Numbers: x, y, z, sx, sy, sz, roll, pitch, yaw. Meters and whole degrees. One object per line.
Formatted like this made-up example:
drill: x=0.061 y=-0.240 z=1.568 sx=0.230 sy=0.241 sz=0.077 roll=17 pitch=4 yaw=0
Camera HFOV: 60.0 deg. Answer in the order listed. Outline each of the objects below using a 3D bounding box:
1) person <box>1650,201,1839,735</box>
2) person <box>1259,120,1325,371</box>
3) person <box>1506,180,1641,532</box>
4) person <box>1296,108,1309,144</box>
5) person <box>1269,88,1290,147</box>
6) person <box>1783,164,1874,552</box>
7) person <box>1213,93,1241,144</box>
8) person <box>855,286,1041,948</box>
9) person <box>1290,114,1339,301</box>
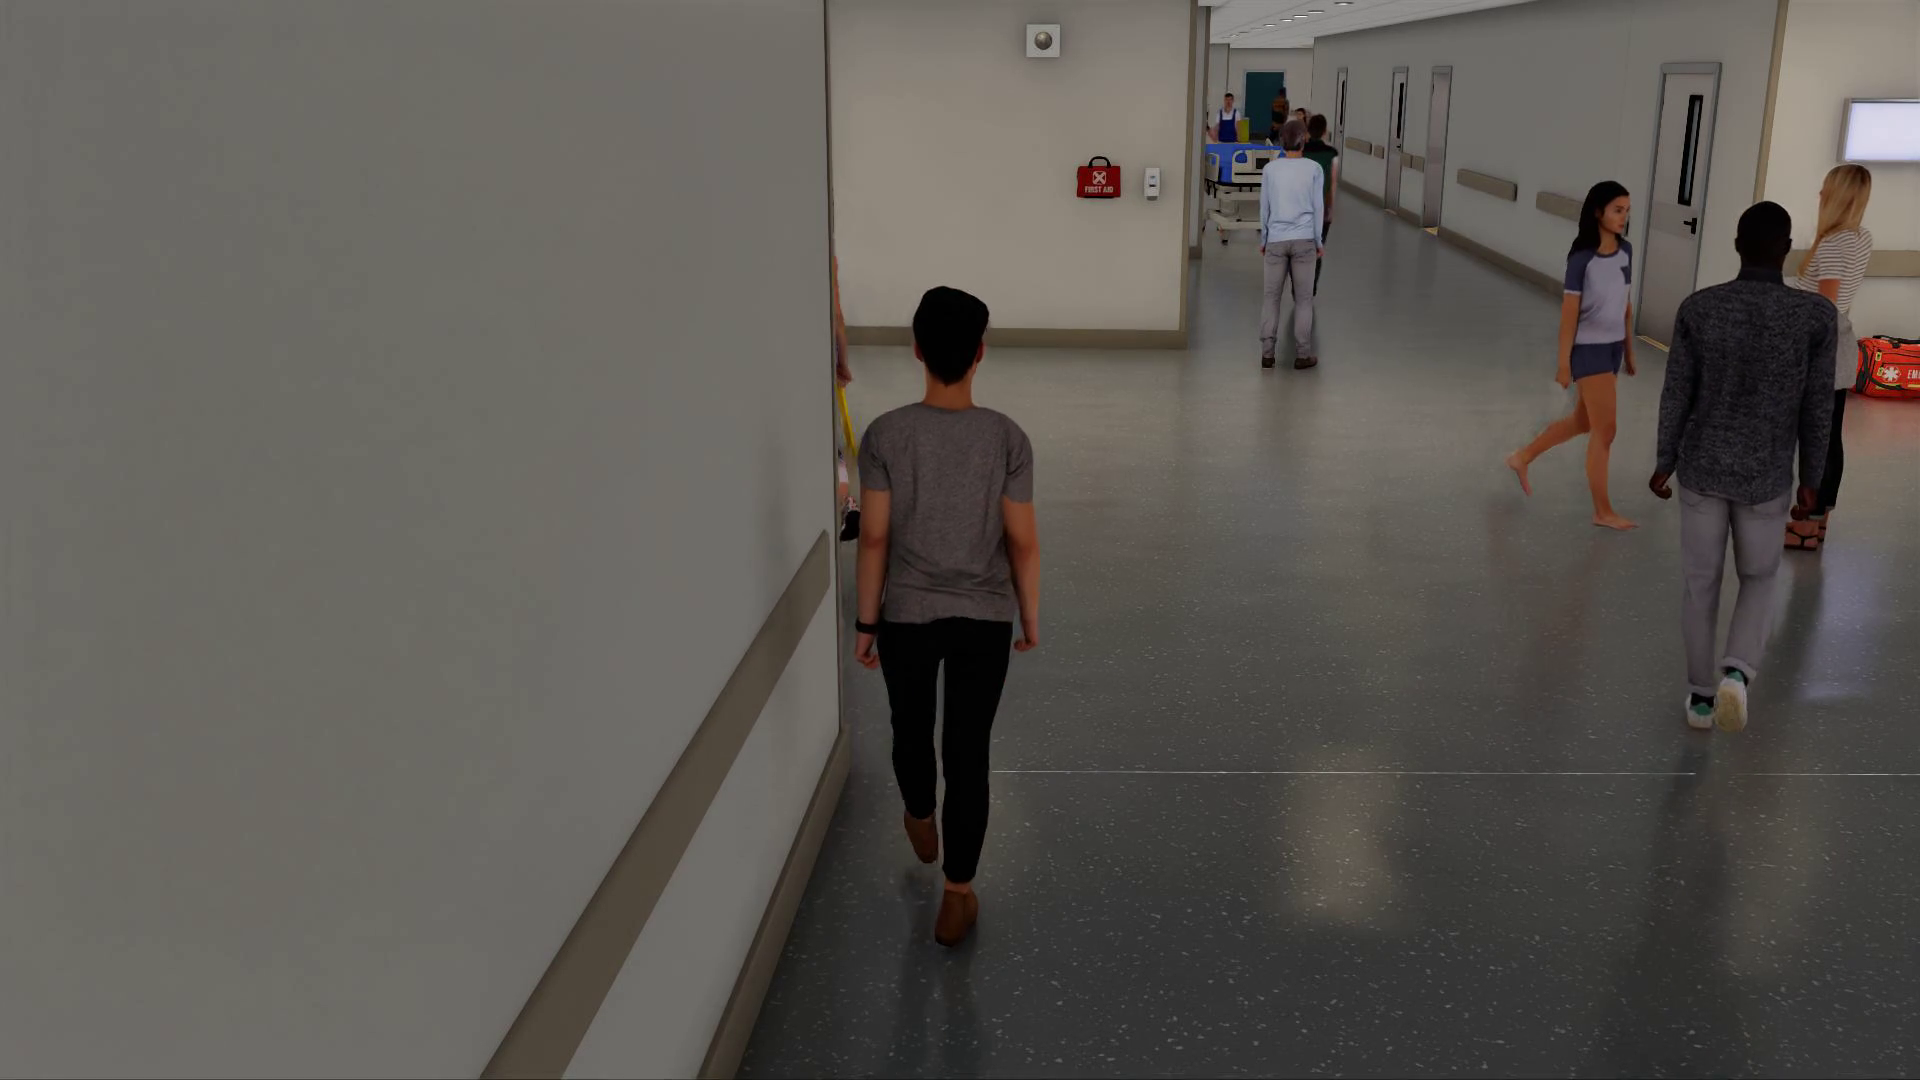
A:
person: x=2.592 y=-0.194 z=5.582 sx=0.904 sy=1.823 sz=0.919 roll=8 pitch=17 yaw=25
person: x=2.558 y=-2.283 z=12.862 sx=0.614 sy=1.894 sz=0.773 roll=6 pitch=17 yaw=20
person: x=3.137 y=-0.934 z=8.414 sx=1.072 sy=1.710 sz=1.105 roll=-13 pitch=20 yaw=-38
person: x=6.716 y=-7.733 z=32.831 sx=0.855 sy=1.541 sz=0.829 roll=11 pitch=19 yaw=33
person: x=8.220 y=-10.763 z=43.115 sx=1.214 sy=1.758 sz=1.199 roll=15 pitch=21 yaw=42
person: x=4.146 y=-0.863 z=7.949 sx=0.726 sy=1.826 sz=0.687 roll=15 pitch=22 yaw=42
person: x=5.188 y=-7.705 z=32.250 sx=1.158 sy=1.809 sz=0.855 roll=4 pitch=16 yaw=14
person: x=-0.048 y=0.232 z=4.312 sx=0.884 sy=1.693 sz=0.691 roll=1 pitch=16 yaw=4
person: x=3.479 y=-3.293 z=16.552 sx=0.853 sy=1.831 sz=0.790 roll=4 pitch=16 yaw=15
